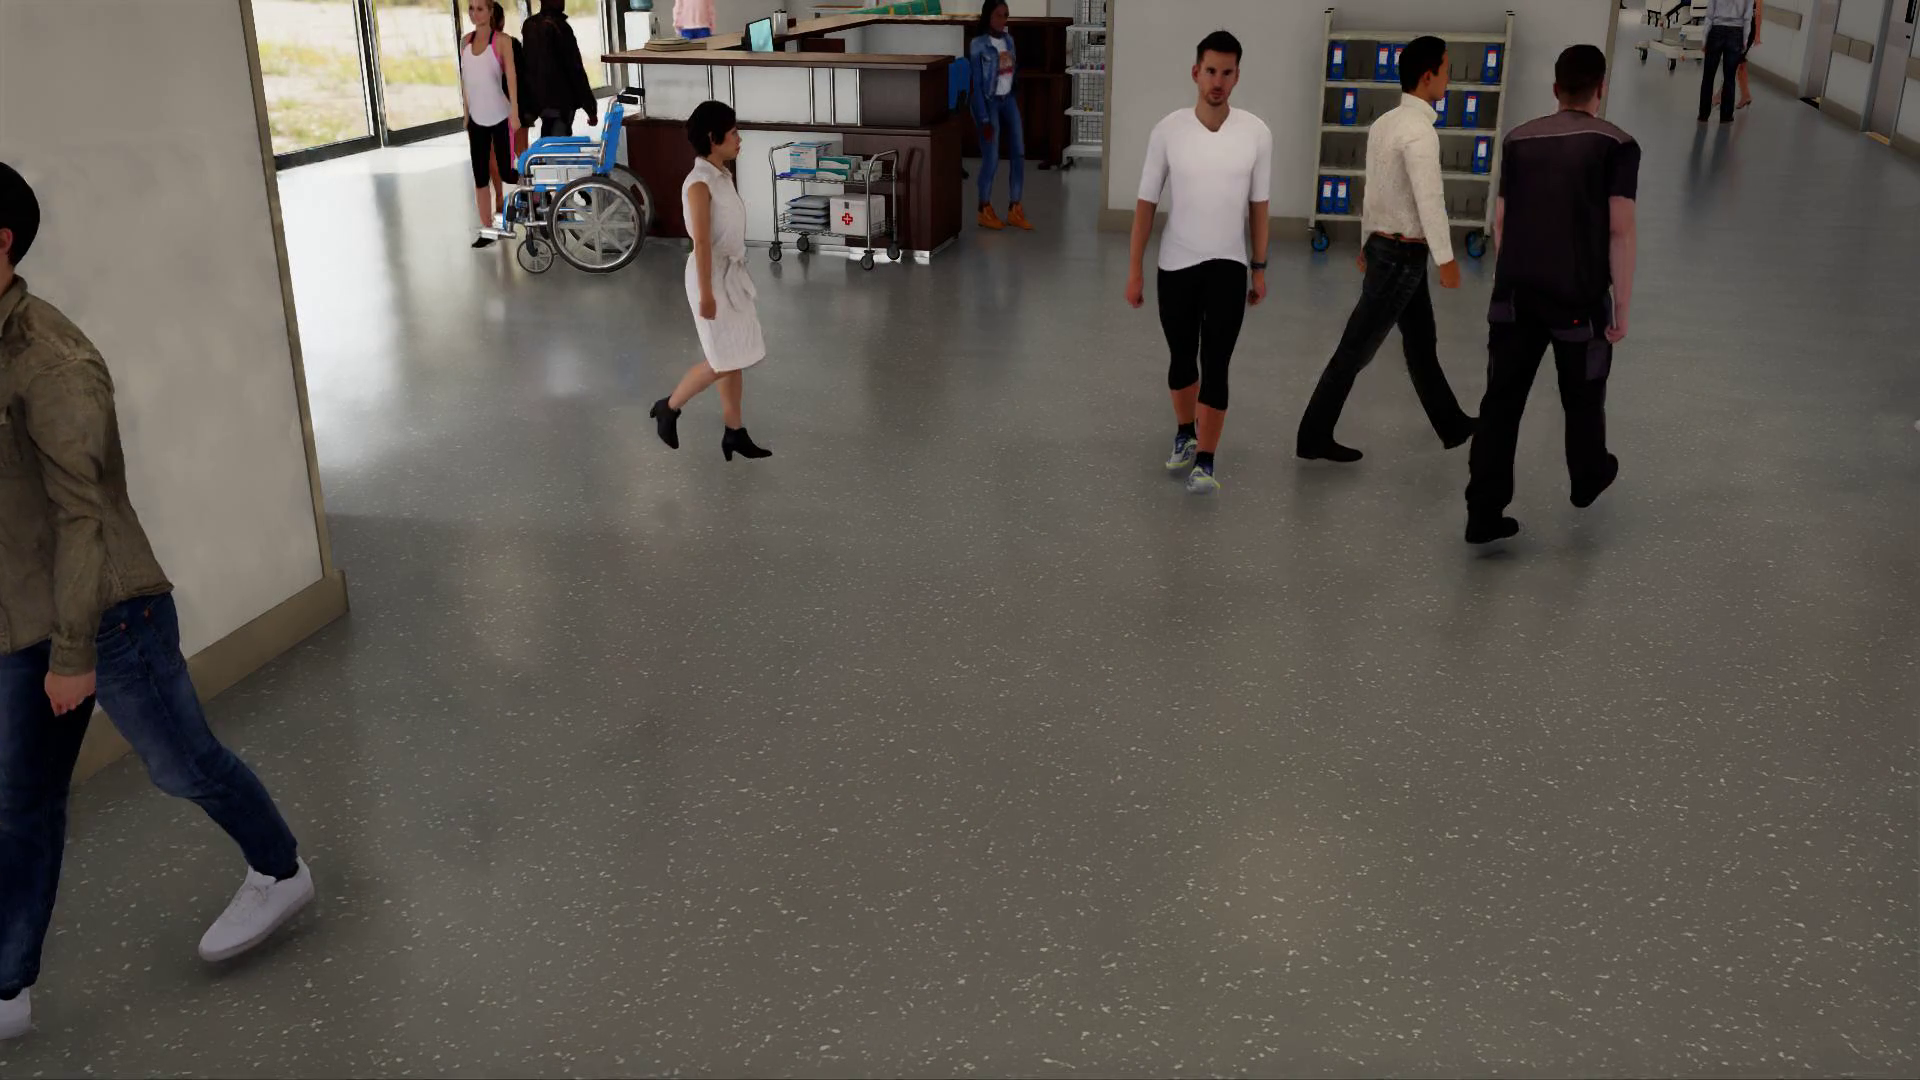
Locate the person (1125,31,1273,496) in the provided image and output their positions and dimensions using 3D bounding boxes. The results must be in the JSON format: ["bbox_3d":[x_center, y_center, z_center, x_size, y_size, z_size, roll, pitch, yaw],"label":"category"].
[{"bbox_3d":[1.000,-1.130,6.854,1.078,1.814,0.838,4,21,10],"label":"person"}]

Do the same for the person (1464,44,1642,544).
[{"bbox_3d":[2.122,-0.841,6.113,1.265,1.797,1.185,19,28,41],"label":"person"}]

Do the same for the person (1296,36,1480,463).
[{"bbox_3d":[1.736,-1.147,6.967,1.205,1.764,0.843,1,21,2],"label":"person"}]

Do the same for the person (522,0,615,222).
[{"bbox_3d":[-3.115,-3.251,12.495,1.254,1.784,1.108,16,26,36],"label":"person"}]

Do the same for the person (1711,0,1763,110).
[{"bbox_3d":[9.403,-6.004,19.850,1.058,1.722,0.865,-4,21,-11],"label":"person"}]

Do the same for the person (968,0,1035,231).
[{"bbox_3d":[0.182,-3.135,12.326,0.914,1.687,0.854,18,27,40],"label":"person"}]

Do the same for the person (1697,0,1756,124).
[{"bbox_3d":[8.669,-5.675,18.849,0.557,1.817,0.752,10,23,24],"label":"person"}]

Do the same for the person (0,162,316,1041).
[{"bbox_3d":[-1.744,0.144,3.493,1.199,1.811,1.025,13,24,31],"label":"person"}]

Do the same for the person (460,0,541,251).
[{"bbox_3d":[-3.240,-2.959,11.758,0.982,1.760,0.777,10,23,25],"label":"person"}]

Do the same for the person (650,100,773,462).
[{"bbox_3d":[-1.098,-1.062,7.059,0.801,1.540,0.663,1,21,2],"label":"person"}]

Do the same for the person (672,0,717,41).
[{"bbox_3d":[-3.164,-6.024,19.918,1.163,1.711,0.893,1,21,1],"label":"person"}]

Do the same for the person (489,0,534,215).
[{"bbox_3d":[-3.517,-3.303,12.836,0.632,1.640,0.719,-4,21,-10],"label":"person"}]
